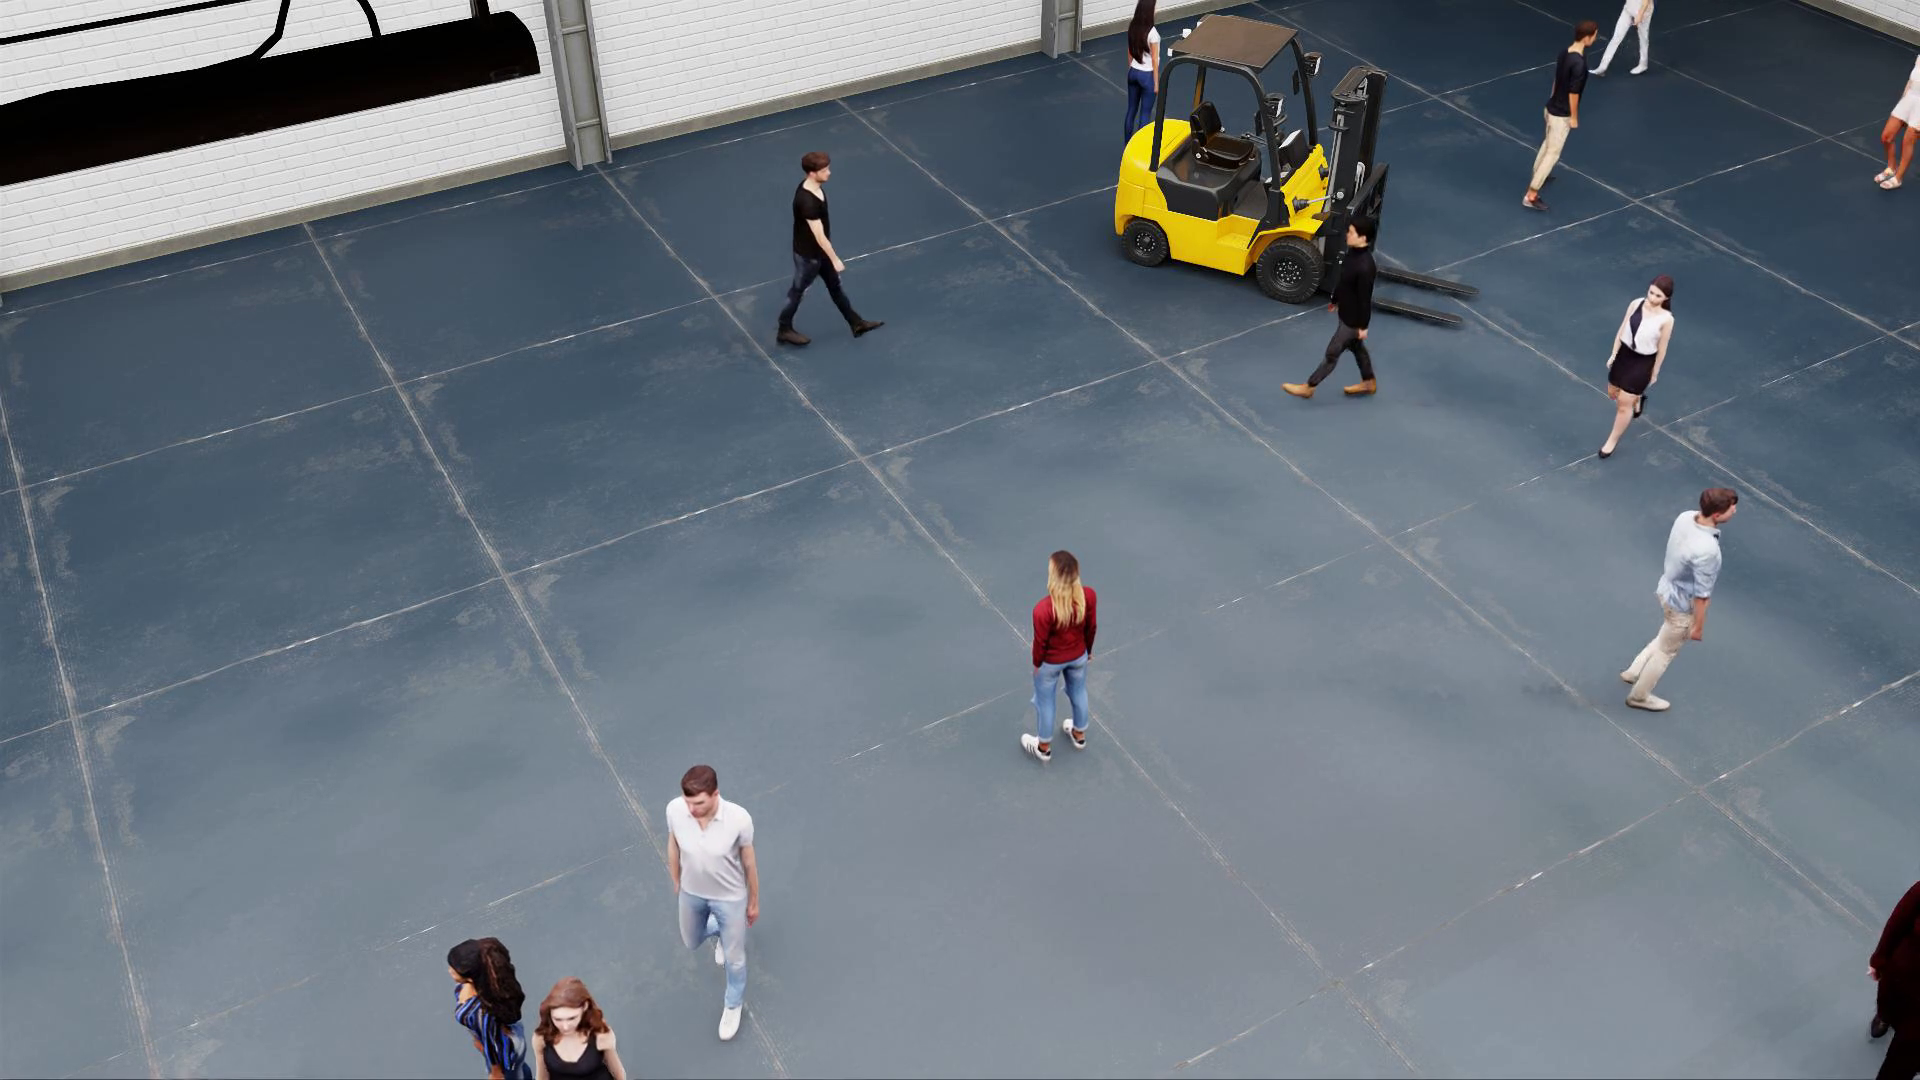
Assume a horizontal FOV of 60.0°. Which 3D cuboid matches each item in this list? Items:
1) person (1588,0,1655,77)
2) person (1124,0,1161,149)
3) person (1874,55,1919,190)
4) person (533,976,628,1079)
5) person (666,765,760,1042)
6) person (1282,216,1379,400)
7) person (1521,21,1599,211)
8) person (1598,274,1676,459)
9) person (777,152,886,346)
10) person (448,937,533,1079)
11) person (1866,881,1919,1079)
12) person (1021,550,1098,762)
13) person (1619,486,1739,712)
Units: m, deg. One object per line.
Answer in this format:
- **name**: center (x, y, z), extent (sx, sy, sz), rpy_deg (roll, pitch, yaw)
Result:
- **person**: center (7.870, -6.106, 19.104), extent (1.056, 1.632, 0.629), rpy_deg (-18, 42, -21)
- **person**: center (1.896, -4.804, 17.359), extent (0.551, 1.776, 0.610), rpy_deg (-25, 45, -28)
- **person**: center (9.772, -4.369, 16.892), extent (0.638, 1.680, 0.622), rpy_deg (-14, 41, -17)
- **person**: center (-1.805, 2.621, 8.097), extent (0.978, 1.732, 0.917), rpy_deg (-3, 39, -3)
- **person**: center (-1.309, 1.842, 8.983), extent (0.993, 1.843, 1.033), rpy_deg (7, 39, 9)
- **person**: center (3.321, -1.881, 13.772), extent (1.180, 1.685, 1.026), rpy_deg (2, 39, 2)
- **person**: center (6.008, -4.296, 16.686), extent (1.018, 1.821, 1.040), rpy_deg (0, 39, 0)
- **person**: center (5.406, -1.411, 13.226), extent (0.887, 1.633, 0.648), rpy_deg (-27, 46, -30)
- **person**: center (-1.381, -2.466, 14.376), extent (1.280, 1.845, 1.127), rpy_deg (3, 39, 4)
- **person**: center (-2.295, 2.524, 8.312), extent (0.634, 1.615, 0.657), rpy_deg (-9, 40, -11)
- **person**: center (5.047, 2.192, 8.657), extent (0.880, 1.704, 1.235), rpy_deg (31, 48, 33)
- **person**: center (0.642, 0.731, 10.544), extent (0.453, 1.632, 0.662), rpy_deg (-17, 42, -21)
- **person**: center (4.589, 0.387, 10.812), extent (0.831, 1.835, 0.792), rpy_deg (3, 39, 3)
